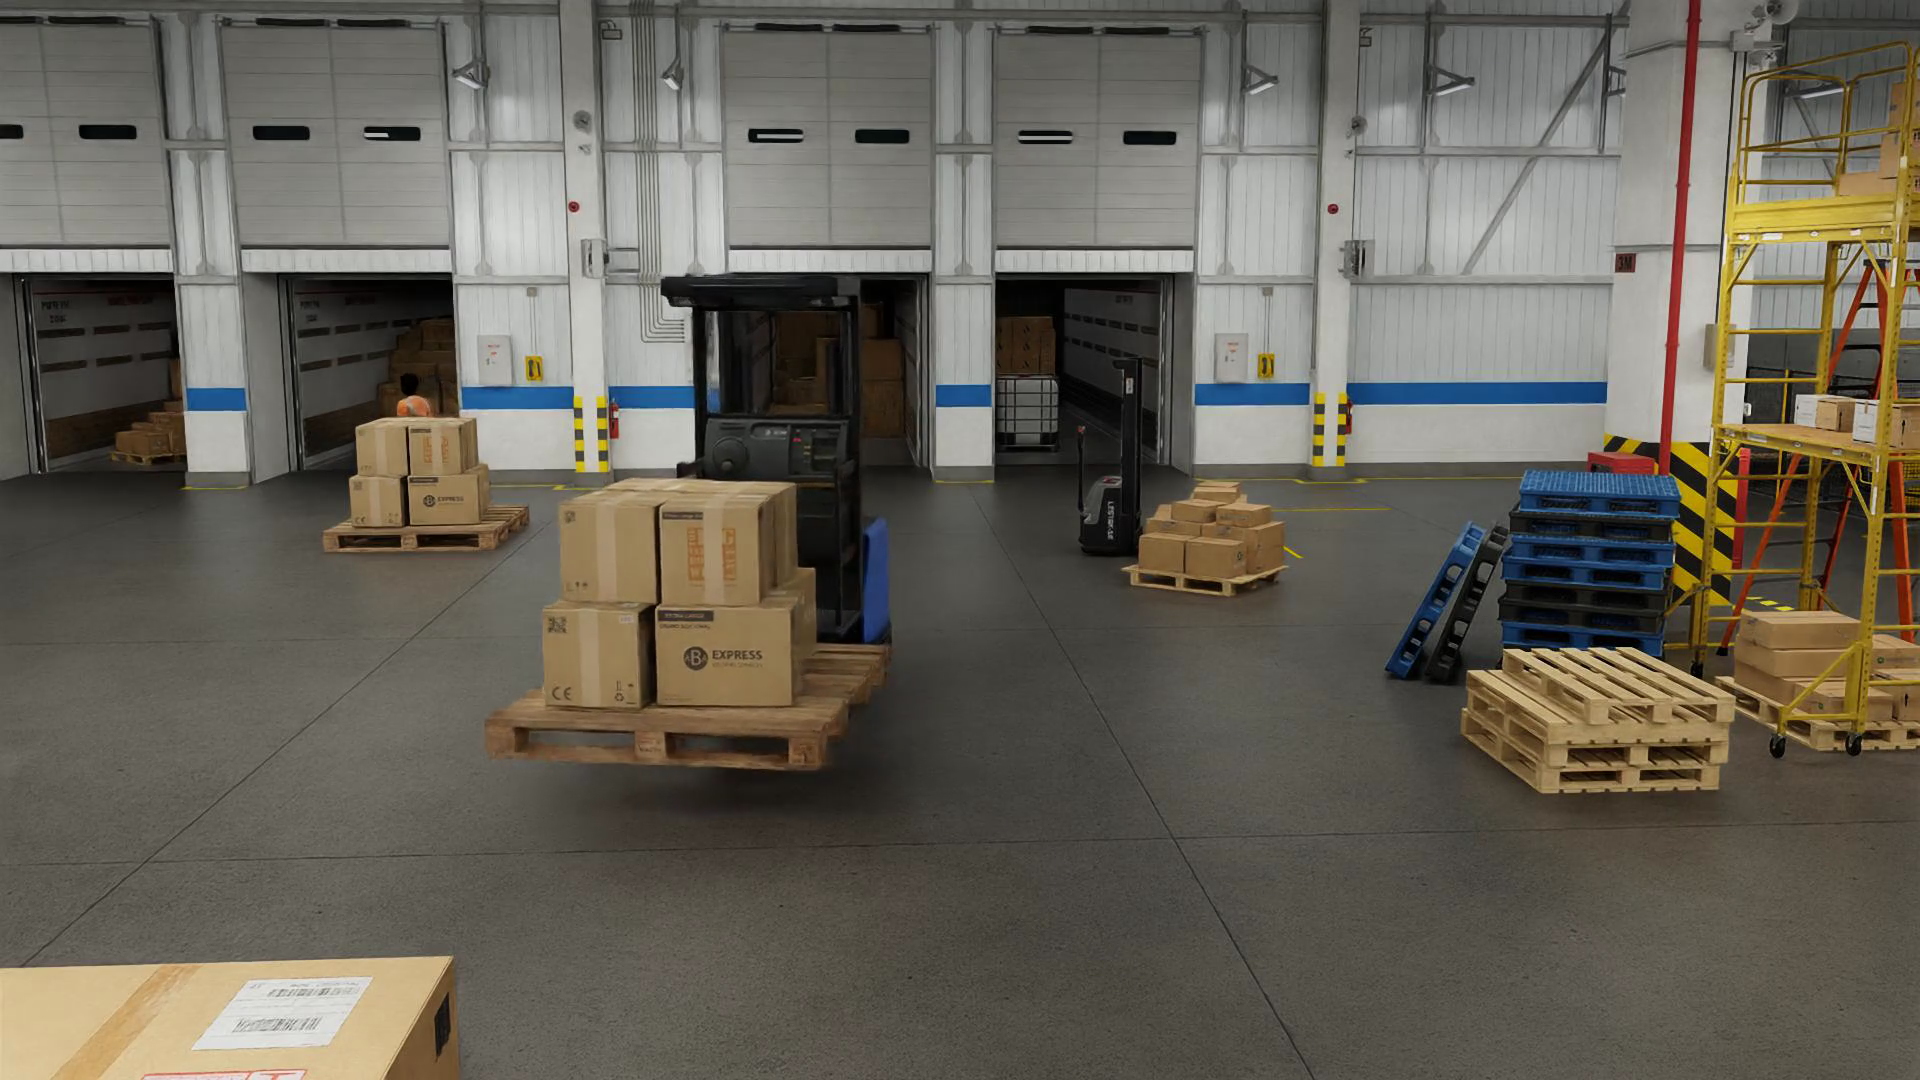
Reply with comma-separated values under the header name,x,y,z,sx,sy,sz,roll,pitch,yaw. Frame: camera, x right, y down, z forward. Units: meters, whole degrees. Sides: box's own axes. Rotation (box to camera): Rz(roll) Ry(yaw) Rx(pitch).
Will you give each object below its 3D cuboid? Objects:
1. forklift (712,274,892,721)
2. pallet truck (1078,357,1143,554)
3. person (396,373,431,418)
name,x,y,z,sx,sy,sz,roll,pitch,yaw
forklift,-1.129,-0.376,11.105,1.129,2.768,1.873,1,9,8
pallet truck,2.088,-0.836,16.757,1.885,1.965,0.823,2,9,13
person,-6.536,-1.136,19.683,0.852,1.648,0.546,2,9,12
